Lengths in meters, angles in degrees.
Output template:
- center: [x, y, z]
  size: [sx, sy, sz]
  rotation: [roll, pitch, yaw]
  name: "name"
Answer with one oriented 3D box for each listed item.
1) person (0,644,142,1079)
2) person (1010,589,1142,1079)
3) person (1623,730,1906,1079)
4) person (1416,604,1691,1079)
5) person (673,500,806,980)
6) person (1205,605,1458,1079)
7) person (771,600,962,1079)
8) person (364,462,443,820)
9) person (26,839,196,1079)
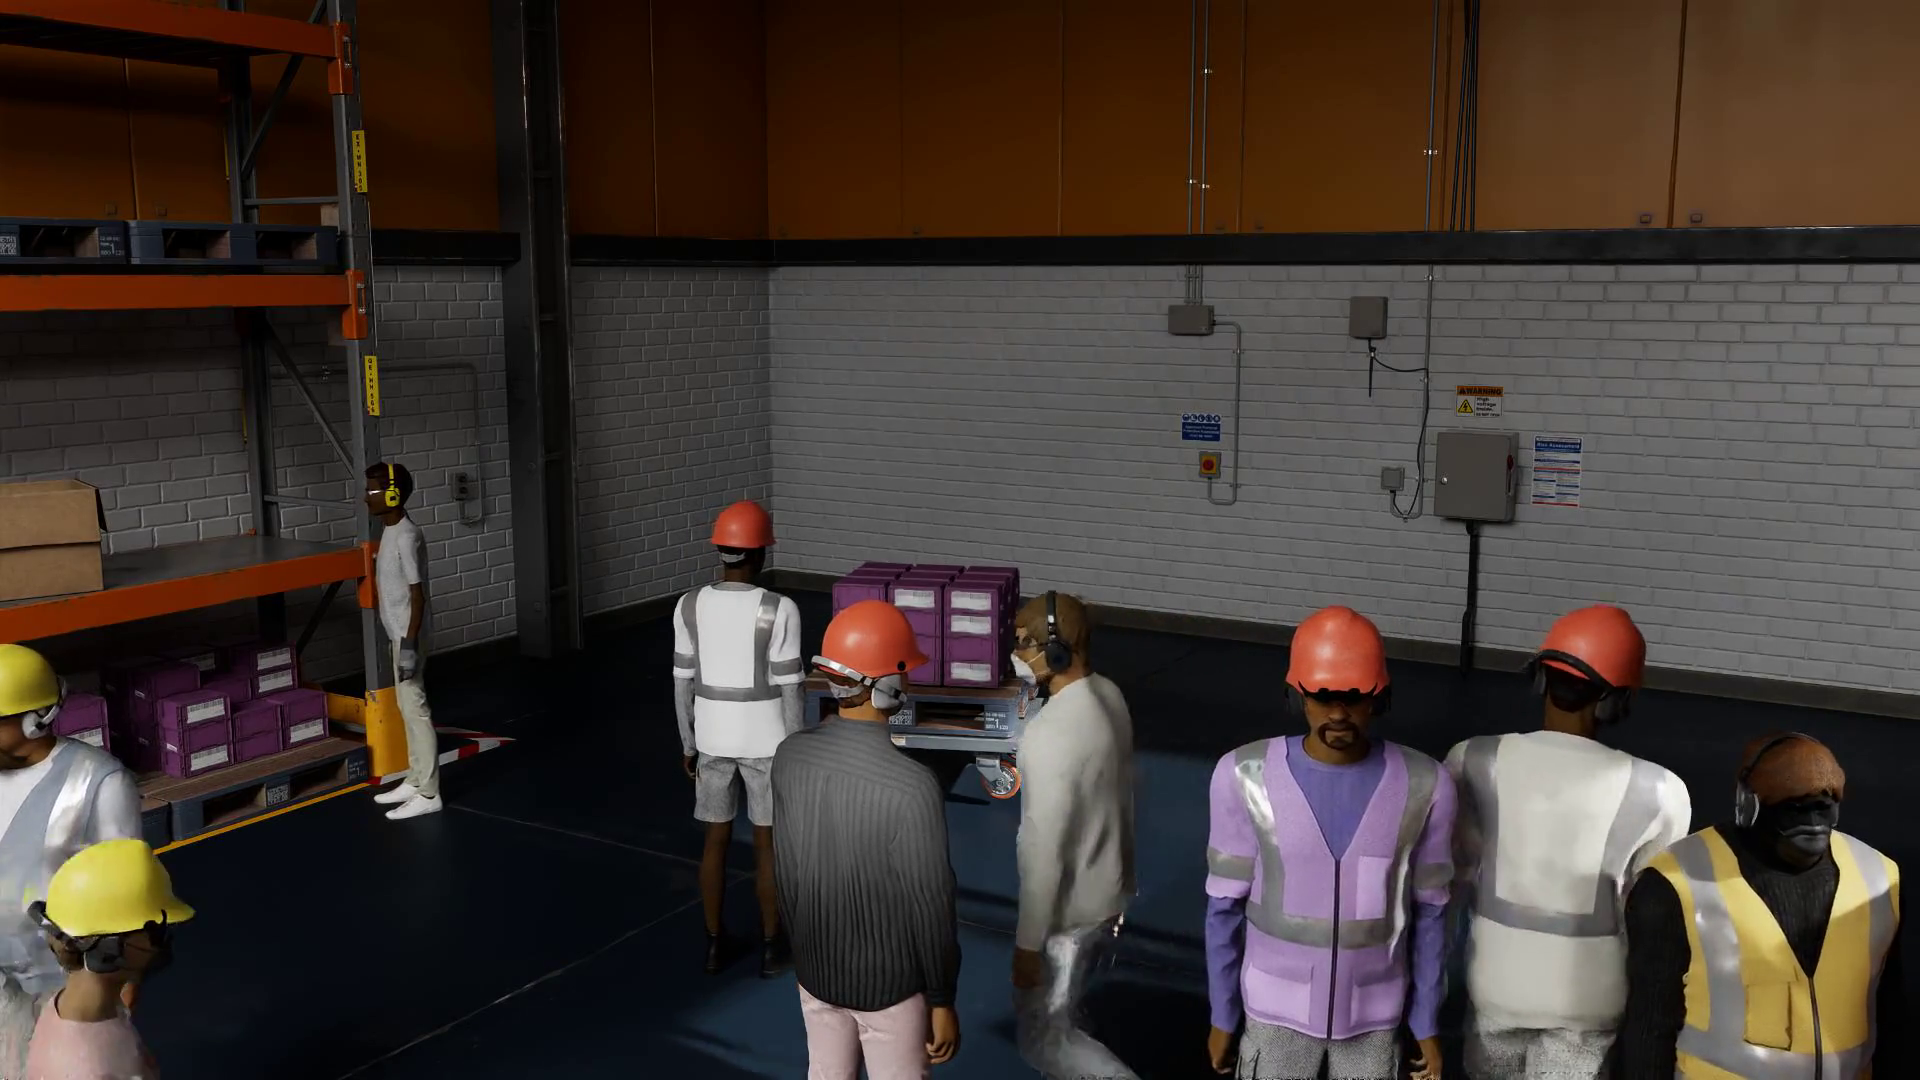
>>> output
- center: [-2.603, 1.181, 4.705]
  size: [0.597, 1.828, 0.403]
  rotation: [1, 9, 7]
  name: "person"
- center: [0.399, 1.095, 4.967]
  size: [0.639, 1.917, 0.648]
  rotation: [3, 10, 20]
  name: "person"
- center: [1.834, 1.325, 3.817]
  size: [0.632, 1.836, 0.430]
  rotation: [0, 9, -2]
  name: "person"
- center: [1.573, 1.141, 4.417]
  size: [0.629, 1.999, 0.919]
  rotation: [5, 10, 26]
  name: "person"
- center: [-0.871, 0.804, 6.726]
  size: [0.549, 1.936, 0.377]
  rotation: [3, 9, 16]
  name: "person"
- center: [0.916, 1.163, 4.152]
  size: [0.609, 2.043, 0.397]
  rotation: [1, 9, 5]
  name: "person"
- center: [-0.238, 1.144, 4.425]
  size: [0.611, 1.995, 0.375]
  rotation: [8, 12, 39]
  name: "person"
- center: [-2.920, 0.521, 8.698]
  size: [0.332, 1.872, 0.514]
  rotation: [-4, 10, -26]
  name: "person"
- center: [-1.630, 1.446, 3.345]
  size: [0.786, 1.730, 0.539]
  rotation: [-5, 10, -27]
  name: "person"
